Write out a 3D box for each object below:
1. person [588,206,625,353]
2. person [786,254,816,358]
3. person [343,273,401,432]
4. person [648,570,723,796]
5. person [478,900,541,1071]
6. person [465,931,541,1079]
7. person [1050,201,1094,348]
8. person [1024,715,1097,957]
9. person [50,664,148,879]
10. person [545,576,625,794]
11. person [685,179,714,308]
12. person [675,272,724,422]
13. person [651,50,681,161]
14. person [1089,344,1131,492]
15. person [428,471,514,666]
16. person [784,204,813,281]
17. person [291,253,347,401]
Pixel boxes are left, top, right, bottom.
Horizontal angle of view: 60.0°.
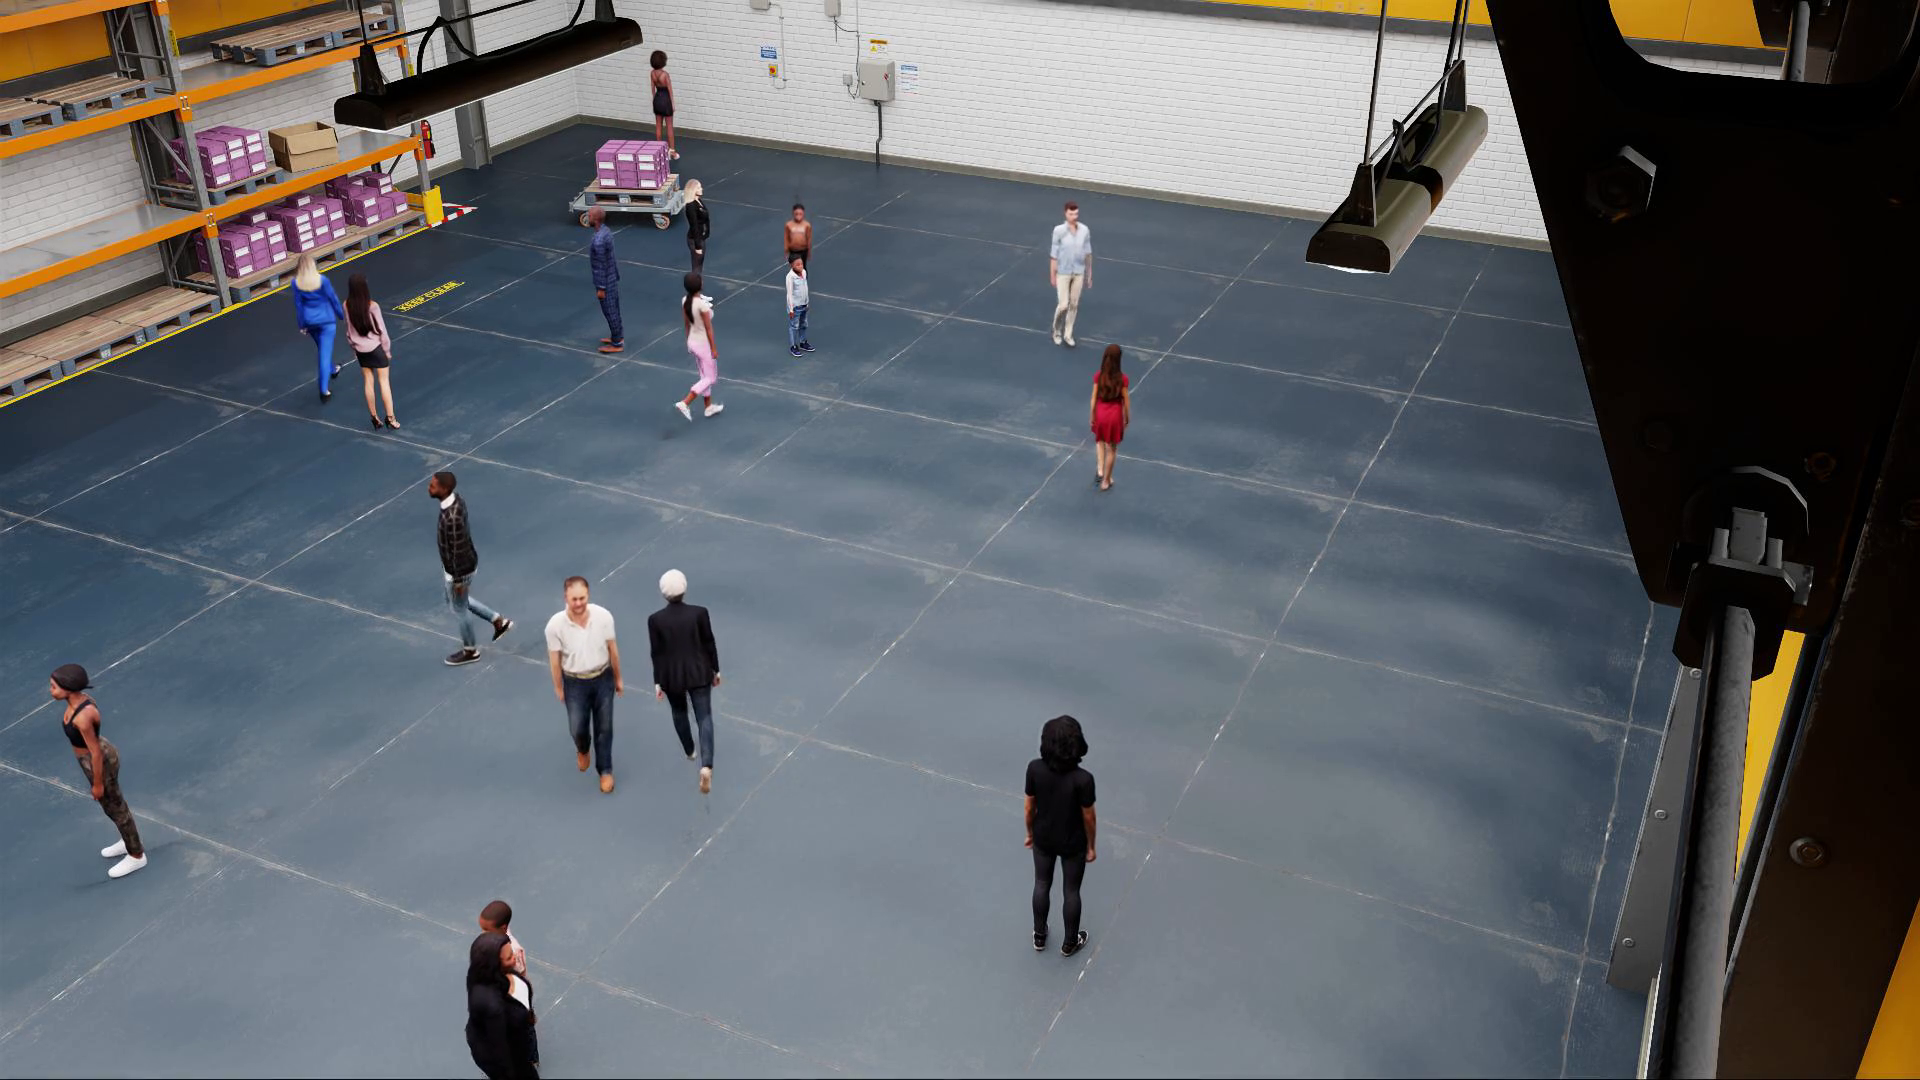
[{"bbox_3d":[-4.317,-3.194,20.285,0.811,1.818,0.690,-2,29,-3],"label":"person"},{"bbox_3d":[-1.979,-2.898,20.323,0.591,1.261,0.493,22,35,34],"label":"person"},{"bbox_3d":[-6.447,-2.050,18.195,0.654,1.811,0.591,6,29,11],"label":"person"},{"bbox_3d":[-1.970,1.069,12.187,1.094,1.769,1.161,-4,29,-7],"label":"person"},{"bbox_3d":[-2.723,2.694,10.023,0.540,1.307,0.530,20,34,32],"label":"person"},{"bbox_3d":[-2.639,2.868,9.392,0.838,1.607,0.787,-11,31,-20],"label":"person"},{"bbox_3d":[1.334,-3.307,20.474,0.776,1.836,0.832,-10,30,-17],"label":"person"},{"bbox_3d":[0.645,1.932,10.870,0.649,1.835,0.527,11,30,19],"label":"person"},{"bbox_3d":[-6.028,1.590,11.640,0.678,1.699,0.659,-17,33,-28],"label":"person"},{"bbox_3d":[-2.806,1.014,12.548,0.871,1.839,0.932,-8,30,-15],"label":"person"},{"bbox_3d":[-3.433,-3.869,21.660,0.754,1.685,0.638,-2,29,-4],"label":"person"},{"bbox_3d":[-2.916,-2.099,18.374,1.003,1.725,0.792,-25,37,-38],"label":"person"},{"bbox_3d":[-4.952,-7.250,27.752,0.572,1.787,0.569,14,32,24],"label":"person"},{"bbox_3d":[1.505,-1.229,16.978,0.623,1.536,0.768,7,29,13],"label":"person"},{"bbox_3d":[-4.133,0.220,14.033,0.995,1.811,0.947,-7,29,-12],"label":"person"},{"bbox_3d":[-2.151,-3.878,22.146,0.743,1.236,0.941,1,29,1],"label":"person"},{"bbox_3d":[-7.338,-2.410,19.018,0.889,1.655,1.205,2,29,4],"label":"person"}]
